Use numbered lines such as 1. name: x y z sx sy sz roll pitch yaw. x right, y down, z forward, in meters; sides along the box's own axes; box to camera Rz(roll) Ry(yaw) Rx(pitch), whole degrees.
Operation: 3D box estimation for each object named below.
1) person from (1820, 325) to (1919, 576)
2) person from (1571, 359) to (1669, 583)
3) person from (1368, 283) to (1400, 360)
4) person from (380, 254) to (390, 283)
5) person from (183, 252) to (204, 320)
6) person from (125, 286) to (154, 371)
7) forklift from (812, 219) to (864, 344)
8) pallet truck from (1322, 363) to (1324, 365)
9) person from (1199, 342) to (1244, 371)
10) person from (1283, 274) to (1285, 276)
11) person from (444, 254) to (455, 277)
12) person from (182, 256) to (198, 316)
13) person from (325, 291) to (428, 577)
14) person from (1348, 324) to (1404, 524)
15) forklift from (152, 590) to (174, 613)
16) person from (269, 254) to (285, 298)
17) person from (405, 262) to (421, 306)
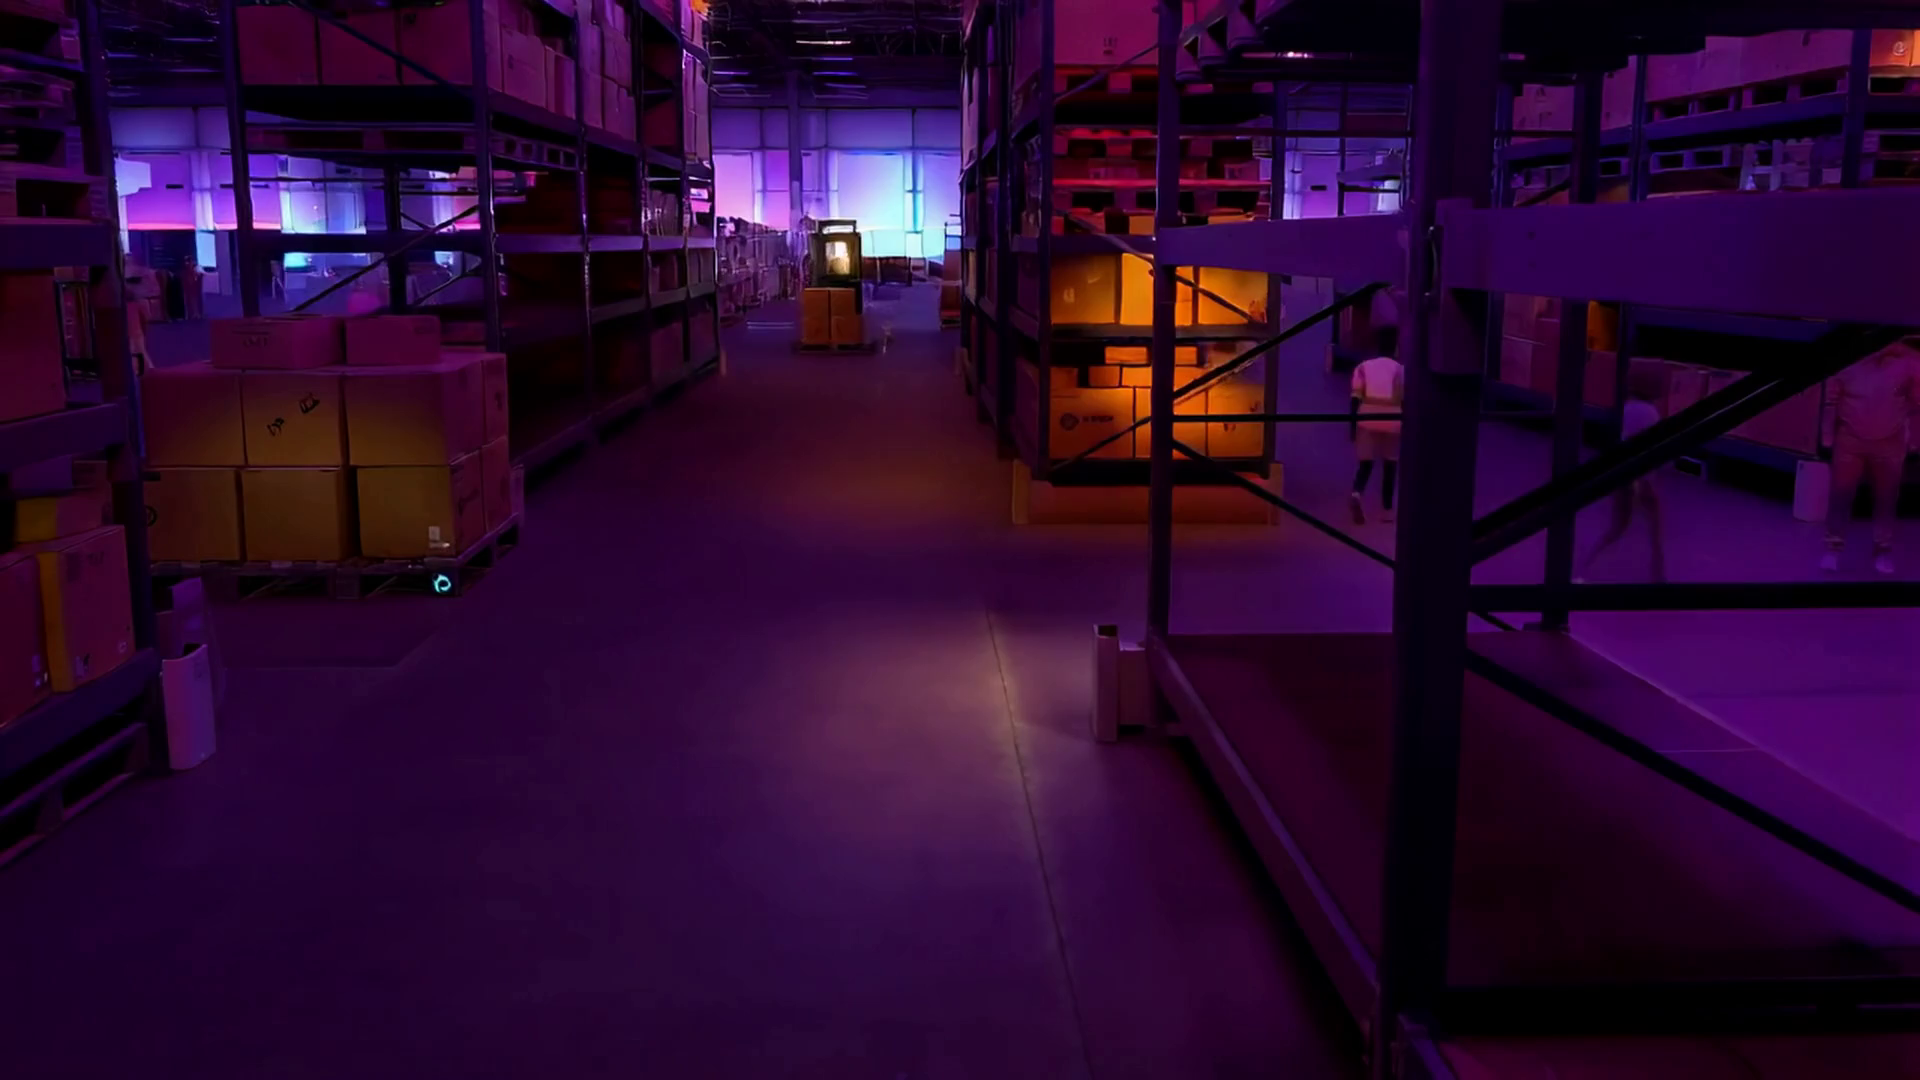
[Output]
1. person: 6.437 -0.698 11.751 0.651 1.898 0.395 5 12 28
2. person: 4.346 -0.380 10.805 0.795 1.605 0.507 1 10 5
3. person: 6.126 -2.856 23.660 0.634 1.936 0.353 2 10 12
4. person: -21.512 -9.788 62.347 0.408 1.918 0.584 1 10 5
5. person: -22.998 -7.605 49.829 0.682 2.000 0.537 7 12 33
6. person: -13.862 -3.460 27.941 0.694 1.609 0.500 7 12 35
7. forklift: -2.703 -5.697 36.858 1.129 2.768 1.873 0 10 -2
8. pallet truck: 7.712 -4.157 30.737 1.885 1.965 0.823 3 11 16
9. person: 3.473 -2.570 22.209 0.567 1.881 1.003 -1 10 -3
10. person: 11.442 -8.933 57.506 0.632 1.938 0.359 -4 11 -19
11. person: -21.337 -11.043 69.533 0.429 1.841 0.633 -4 11 -23
12. person: -23.319 -7.663 50.498 0.485 1.914 0.597 -3 11 -15
13. person: -4.104 -0.721 11.586 0.947 1.987 0.767 -3 11 -15
14. person: 3.427 -0.930 13.652 0.548 1.671 0.646 5 11 27
15. forklift: -5.858 -0.811 9.639 1.873 2.768 1.129 -1 10 -3
16. person: -28.563 -11.019 69.395 0.624 1.853 0.513 6 12 28
17. person: -11.905 -5.034 35.836 0.600 1.931 0.882 -1 10 -3
